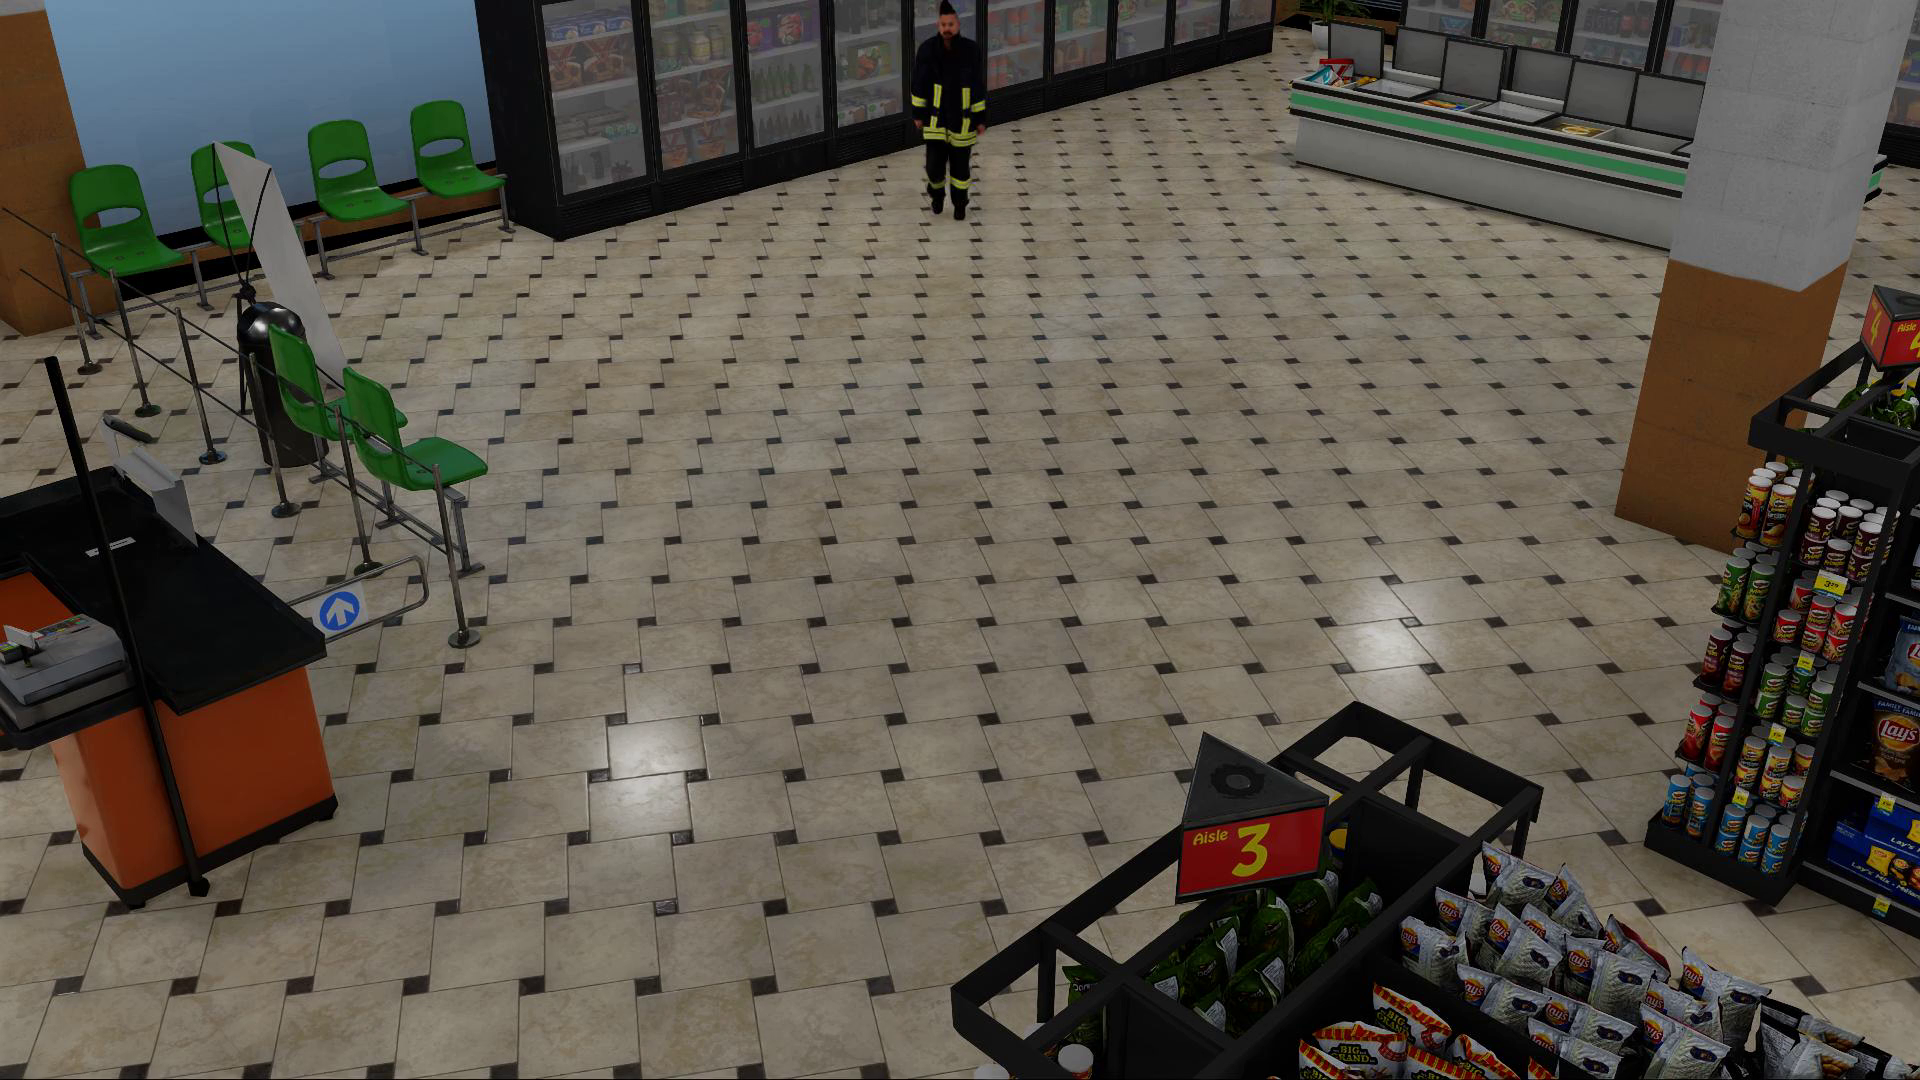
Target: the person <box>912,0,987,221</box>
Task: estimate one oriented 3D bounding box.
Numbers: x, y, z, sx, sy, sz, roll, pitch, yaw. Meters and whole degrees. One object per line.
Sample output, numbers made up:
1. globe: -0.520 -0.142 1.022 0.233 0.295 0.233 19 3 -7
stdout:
1. person: -0.072 -3.696 14.285 0.938 1.846 0.994 -1 29 -3
